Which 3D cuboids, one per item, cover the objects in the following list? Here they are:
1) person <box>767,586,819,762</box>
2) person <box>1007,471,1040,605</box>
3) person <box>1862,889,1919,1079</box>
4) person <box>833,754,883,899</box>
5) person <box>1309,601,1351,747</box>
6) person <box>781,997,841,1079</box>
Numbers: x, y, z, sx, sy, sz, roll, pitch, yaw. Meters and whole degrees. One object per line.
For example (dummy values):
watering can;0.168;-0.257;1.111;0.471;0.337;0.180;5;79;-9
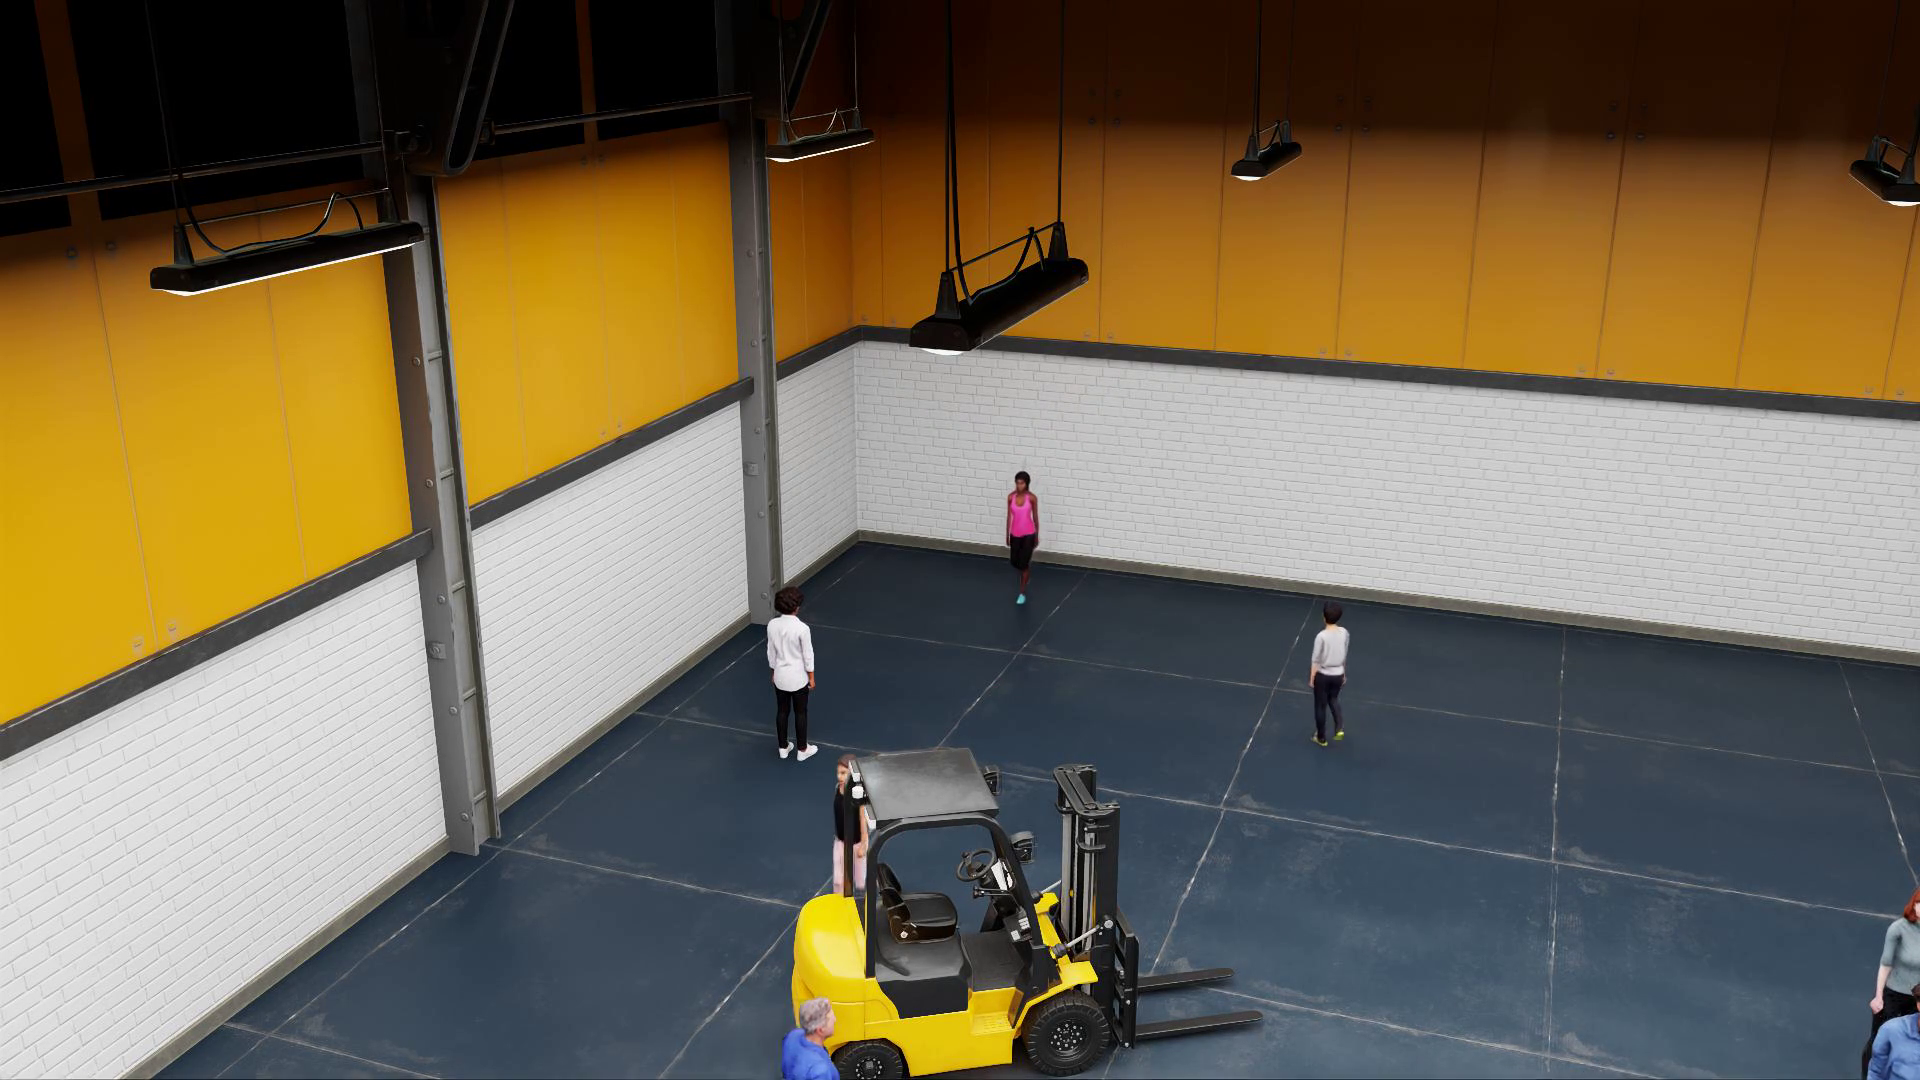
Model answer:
person;-1.692;1.327;16.641;0.625;1.808;0.521;7;20;20
person;0.817;-0.068;20.952;0.603;1.700;0.944;5;19;14
person;6.457;3.137;11.370;0.640;1.742;0.605;2;19;5
person;-0.846;2.466;13.671;0.717;1.544;1.007;15;24;37
person;3.787;1.399;16.852;0.727;1.537;0.788;-8;20;-21
person;-0.974;3.587;9.959;1.260;1.790;1.182;-9;21;-26
